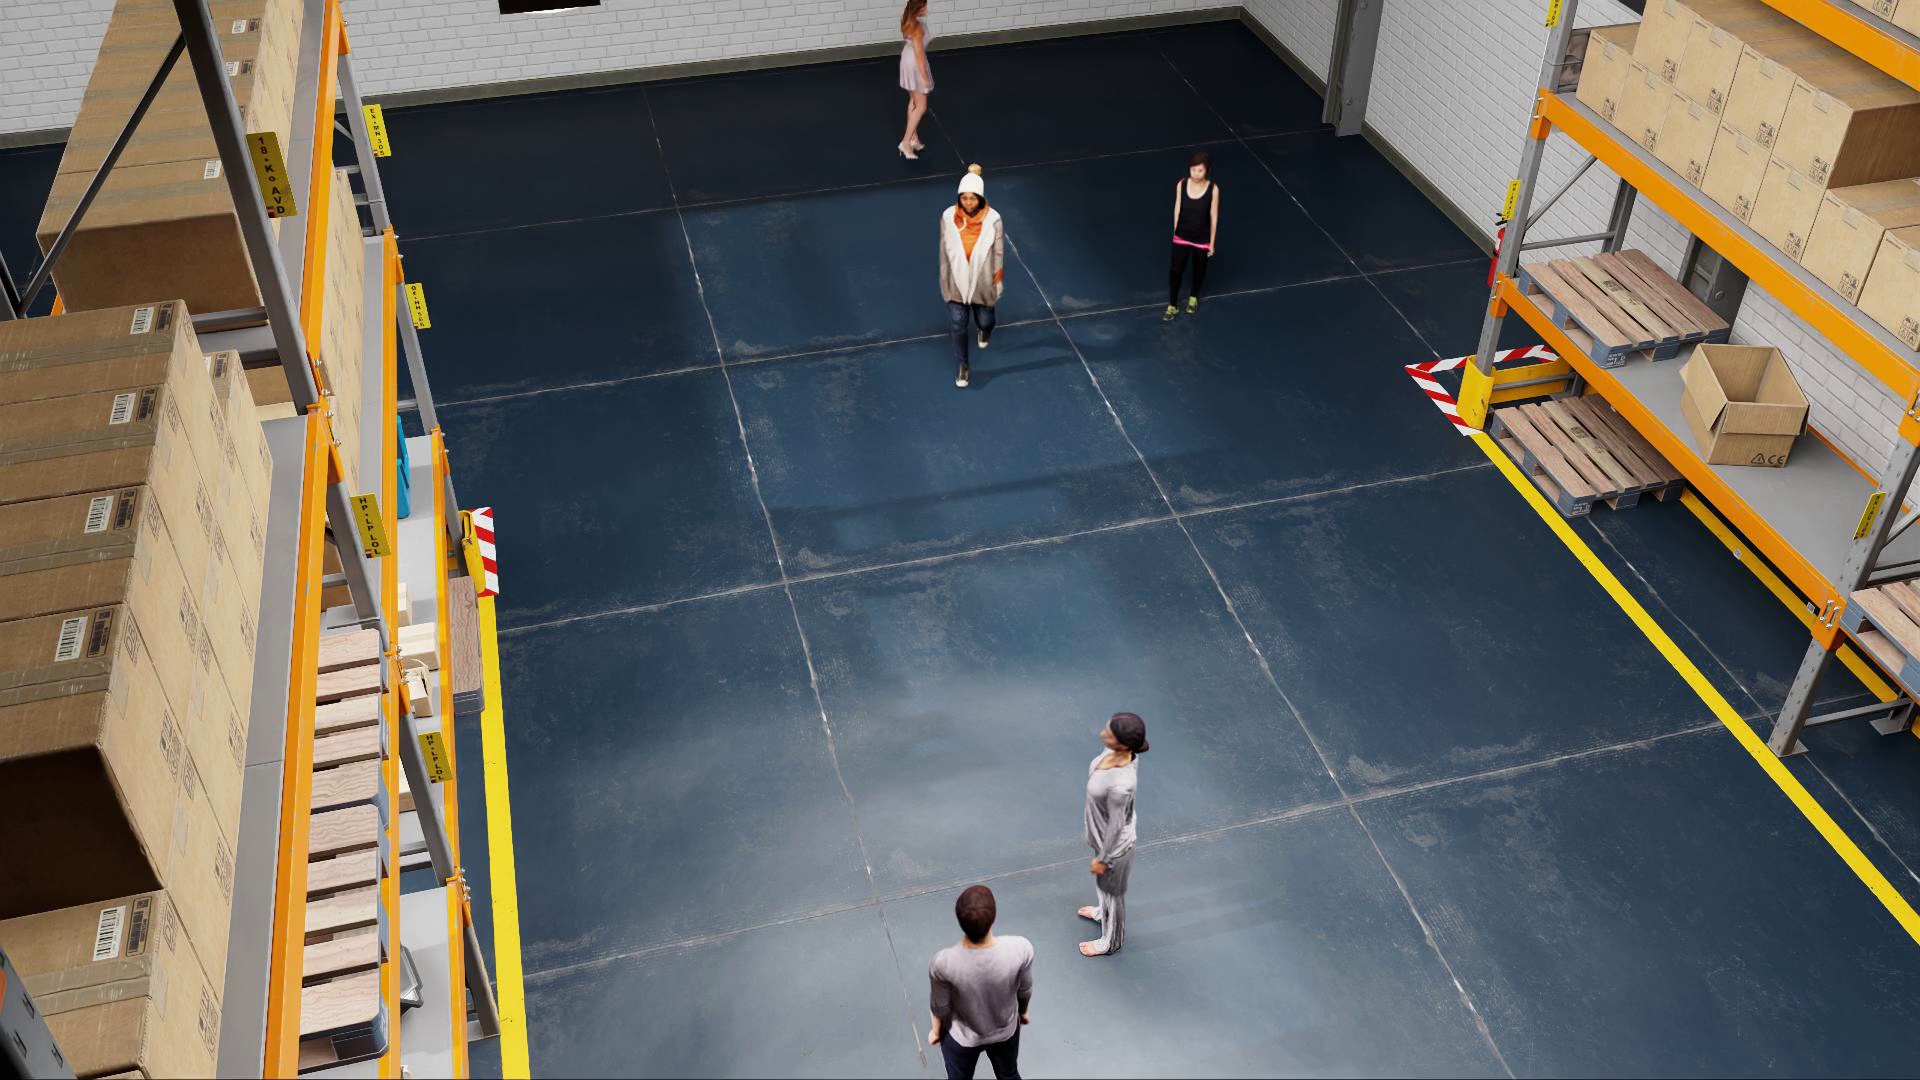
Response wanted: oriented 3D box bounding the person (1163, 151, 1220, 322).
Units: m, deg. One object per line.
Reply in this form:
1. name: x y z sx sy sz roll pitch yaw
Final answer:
1. person: 2.074 -2.707 14.539 0.750 1.538 0.838 10 40 13

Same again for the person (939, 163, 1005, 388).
1. person: 0.099 -2.206 13.646 0.888 1.871 1.078 3 39 4

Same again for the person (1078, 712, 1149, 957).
1. person: 0.831 1.577 8.987 0.714 1.774 0.577 3 39 4

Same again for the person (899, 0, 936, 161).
1. person: -0.450 -4.765 16.954 0.648 1.741 0.554 -21 43 -24

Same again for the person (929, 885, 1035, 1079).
1. person: 0.104 2.328 7.991 0.664 1.842 0.543 -7 39 -9
